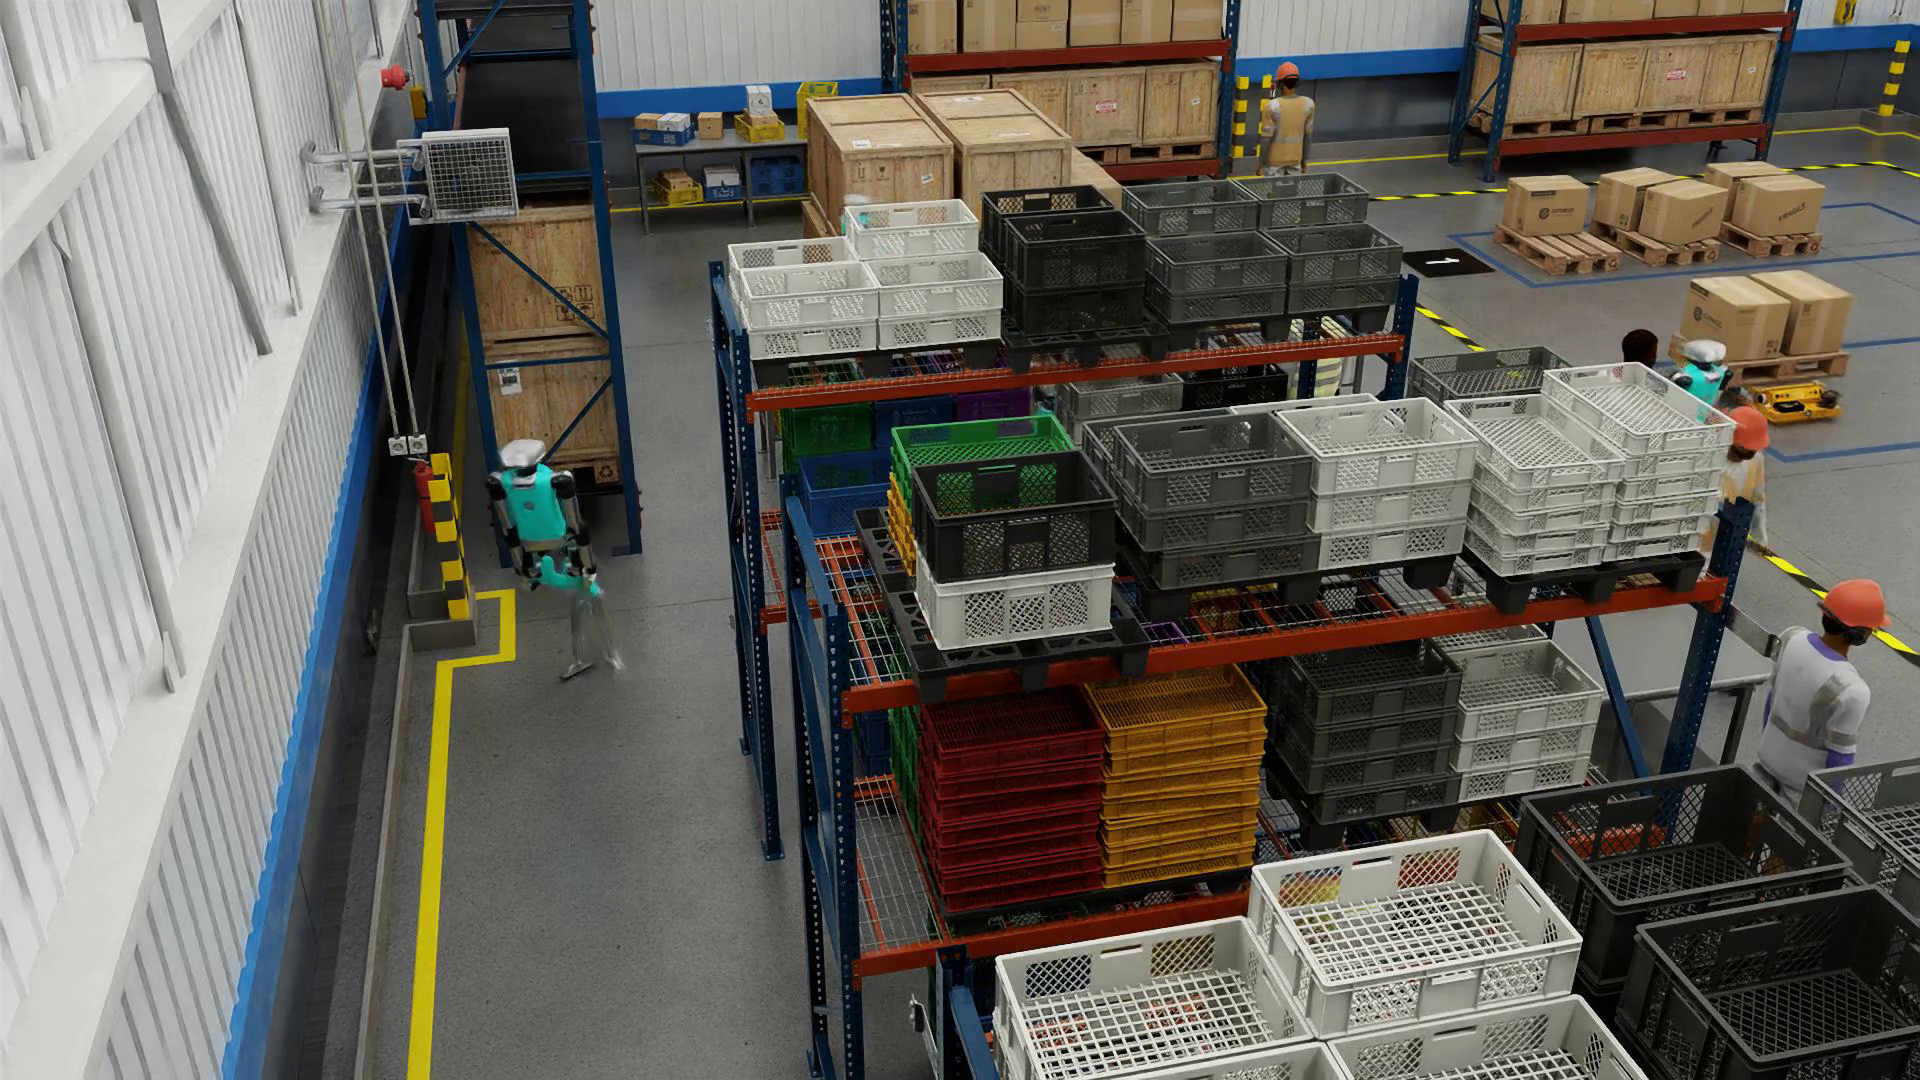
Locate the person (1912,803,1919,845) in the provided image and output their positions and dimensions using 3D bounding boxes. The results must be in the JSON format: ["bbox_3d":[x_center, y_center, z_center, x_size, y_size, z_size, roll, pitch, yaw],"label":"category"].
[{"bbox_3d":[4.891,1.143,8.269,0.523,1.769,0.314,-18,33,-30],"label":"person"}]

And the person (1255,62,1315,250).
[{"bbox_3d":[3.476,-4.119,17.974,0.607,2.031,0.406,-8,29,-14],"label":"person"}]

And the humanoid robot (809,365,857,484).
[{"bbox_3d":[-0.680,-0.447,11.346,0.548,1.735,1.043,15,31,27],"label":"humanoid robot"}]

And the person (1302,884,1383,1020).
[{"bbox_3d":[1.461,2.041,6.643,0.893,1.695,0.492,-6,28,-12],"label":"person"}]

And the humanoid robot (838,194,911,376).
[{"bbox_3d":[-0.593,-2.199,14.701,1.020,1.778,0.531,-6,28,-12],"label":"humanoid robot"}]

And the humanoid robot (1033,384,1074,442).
[{"bbox_3d":[0.431,-0.255,10.953,0.671,1.797,0.553,-12,30,-21],"label":"humanoid robot"}]

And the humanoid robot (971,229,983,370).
[{"bbox_3d":[0.229,-1.831,14.043,0.716,1.636,0.605,-7,29,-14],"label":"humanoid robot"}]

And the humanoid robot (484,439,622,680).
[{"bbox_3d":[-2.456,0.091,10.319,0.624,1.788,0.851,2,28,4],"label":"humanoid robot"}]

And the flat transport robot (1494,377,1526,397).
[{"bbox_3d":[4.780,-1.036,14.013,0.659,0.231,1.431,-6,28,-12],"label":"flat transport robot"}]

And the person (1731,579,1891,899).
[{"bbox_3d":[4.109,1.088,8.100,0.399,2.035,0.598,-5,28,-10],"label":"person"}]

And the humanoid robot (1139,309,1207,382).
[{"bbox_3d":[1.642,-1.301,13.045,0.593,1.654,0.371,19,33,31],"label":"humanoid robot"}]

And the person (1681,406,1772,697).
[{"bbox_3d":[4.720,0.025,10.263,0.676,1.870,0.980,-14,31,-25],"label":"person"}]

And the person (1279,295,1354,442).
[{"bbox_3d":[2.619,-1.135,12.514,0.624,1.843,0.429,-13,30,-23],"label":"person"}]

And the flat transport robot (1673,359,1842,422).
[{"bbox_3d":[7.050,-1.434,14.738,0.652,0.197,1.431,-6,28,-12],"label":"flat transport robot"}]

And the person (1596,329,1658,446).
[{"bbox_3d":[4.405,-0.513,11.251,0.391,1.920,0.587,-3,28,-7],"label":"person"}]

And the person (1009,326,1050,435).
[{"bbox_3d":[0.479,-0.631,11.570,0.421,1.834,0.523,-22,35,-35],"label":"person"}]

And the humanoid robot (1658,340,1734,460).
[{"bbox_3d":[4.844,-0.648,11.685,0.552,1.743,0.893,-13,30,-23],"label":"humanoid robot"}]
